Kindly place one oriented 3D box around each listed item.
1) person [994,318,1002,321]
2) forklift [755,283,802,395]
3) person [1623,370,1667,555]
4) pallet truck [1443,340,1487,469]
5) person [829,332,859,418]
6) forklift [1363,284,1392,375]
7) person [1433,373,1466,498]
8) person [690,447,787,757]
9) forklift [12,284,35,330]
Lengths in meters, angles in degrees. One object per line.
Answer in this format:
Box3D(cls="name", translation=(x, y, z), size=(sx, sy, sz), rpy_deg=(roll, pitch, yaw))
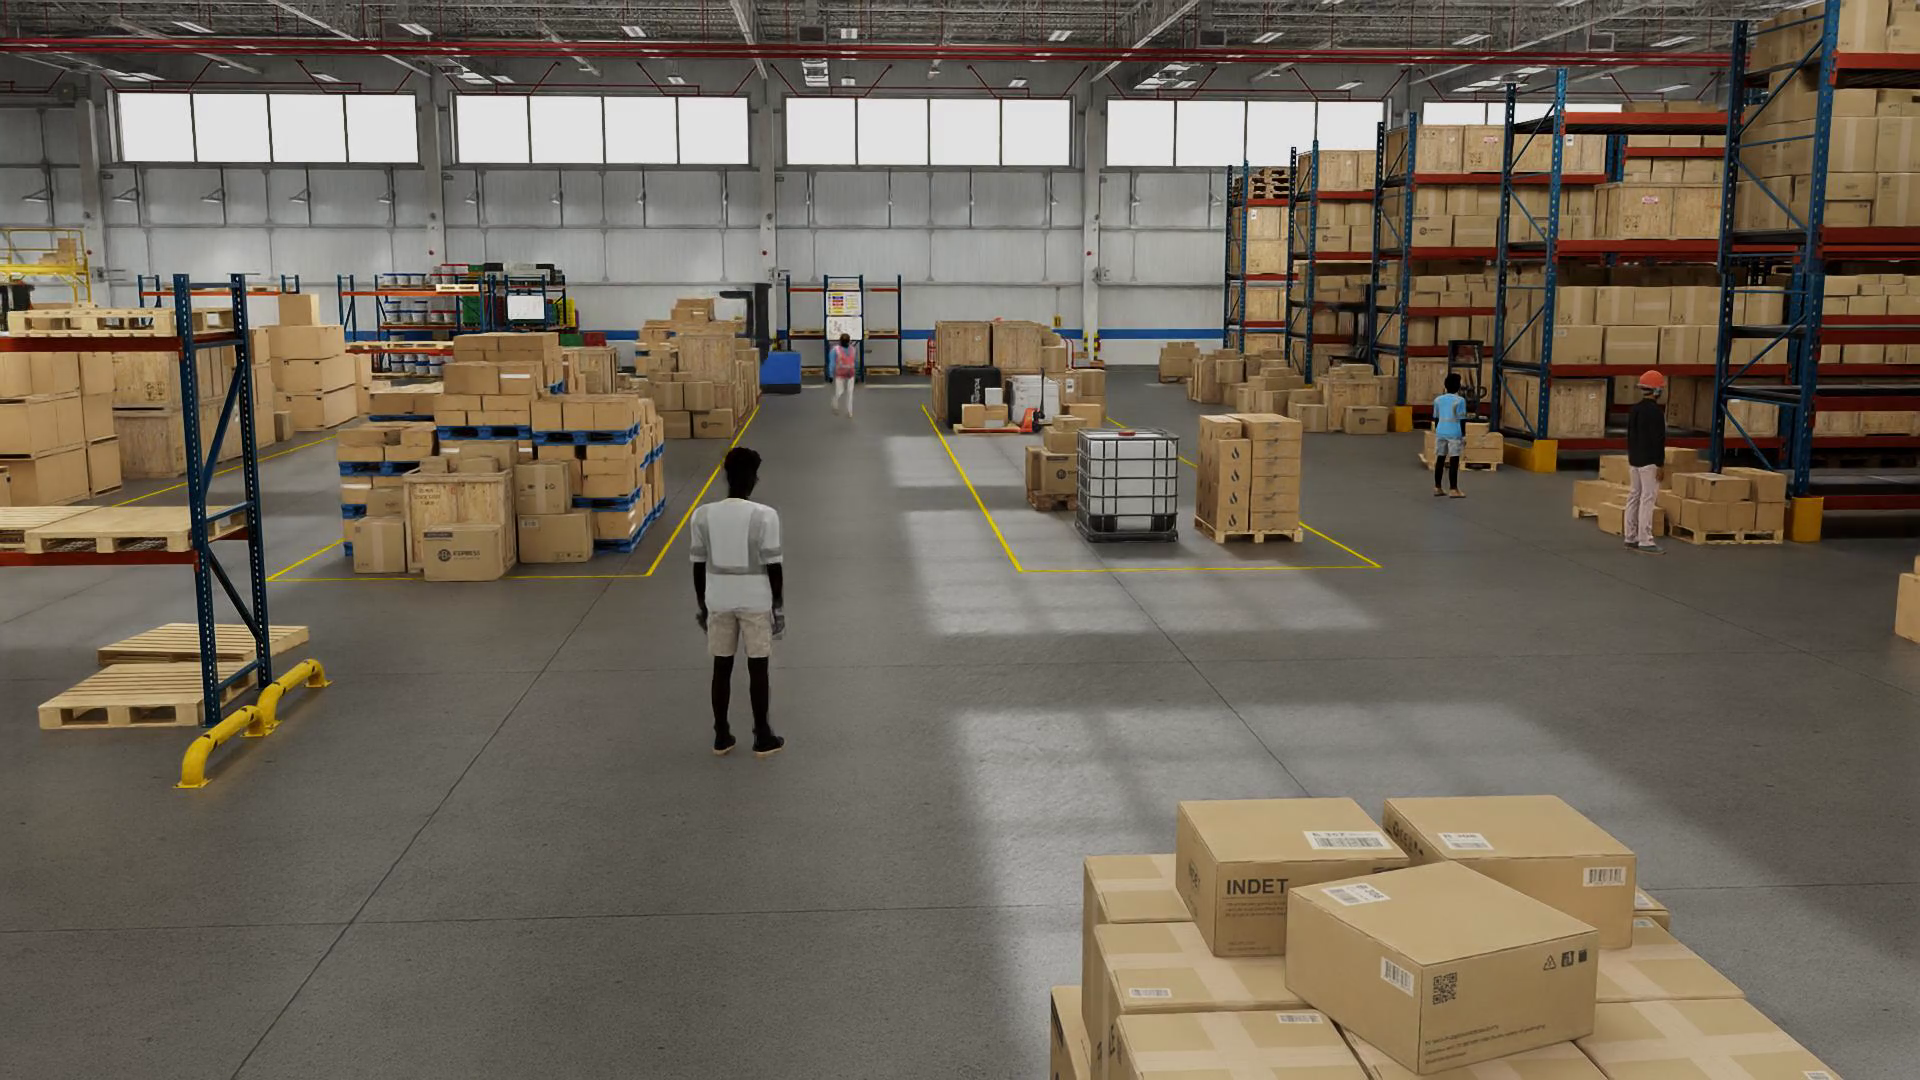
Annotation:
Box3D(cls="person", translation=(0.965, -4.708, 42.541), size=(0.354, 1.939, 0.545), rpy_deg=(-4, 10, -24))
Box3D(cls="forklift", translation=(-4.942, -5.060, 41.803), size=(1.873, 2.768, 1.129), rpy_deg=(-1, 9, -4))
Box3D(cls="person", translation=(7.476, -0.842, 18.090), size=(0.376, 1.996, 0.612), rpy_deg=(-1, 9, -8))
Box3D(cls="pallet truck", translation=(8.004, -2.170, 26.422), size=(0.823, 1.965, 1.885), rpy_deg=(2, 9, 14))
Box3D(cls="person", translation=(-2.444, -3.483, 35.193), size=(0.653, 1.824, 0.455), rpy_deg=(-5, 11, -30))
Box3D(cls="forklift", translation=(9.039, -4.144, 36.053), size=(1.873, 2.768, 1.129), rpy_deg=(-1, 9, -4))
Box3D(cls="person", translation=(6.666, -1.414, 22.614), size=(0.319, 1.697, 0.533), rpy_deg=(-6, 11, -33))
Box3D(cls="person", translation=(-1.385, 0.396, 10.450), size=(0.646, 1.956, 0.384), rpy_deg=(2, 9, 14))
Box3D(cls="forklift", translation=(-20.211, -4.138, 36.011), size=(1.873, 2.768, 1.129), rpy_deg=(-5, 10, -30))
